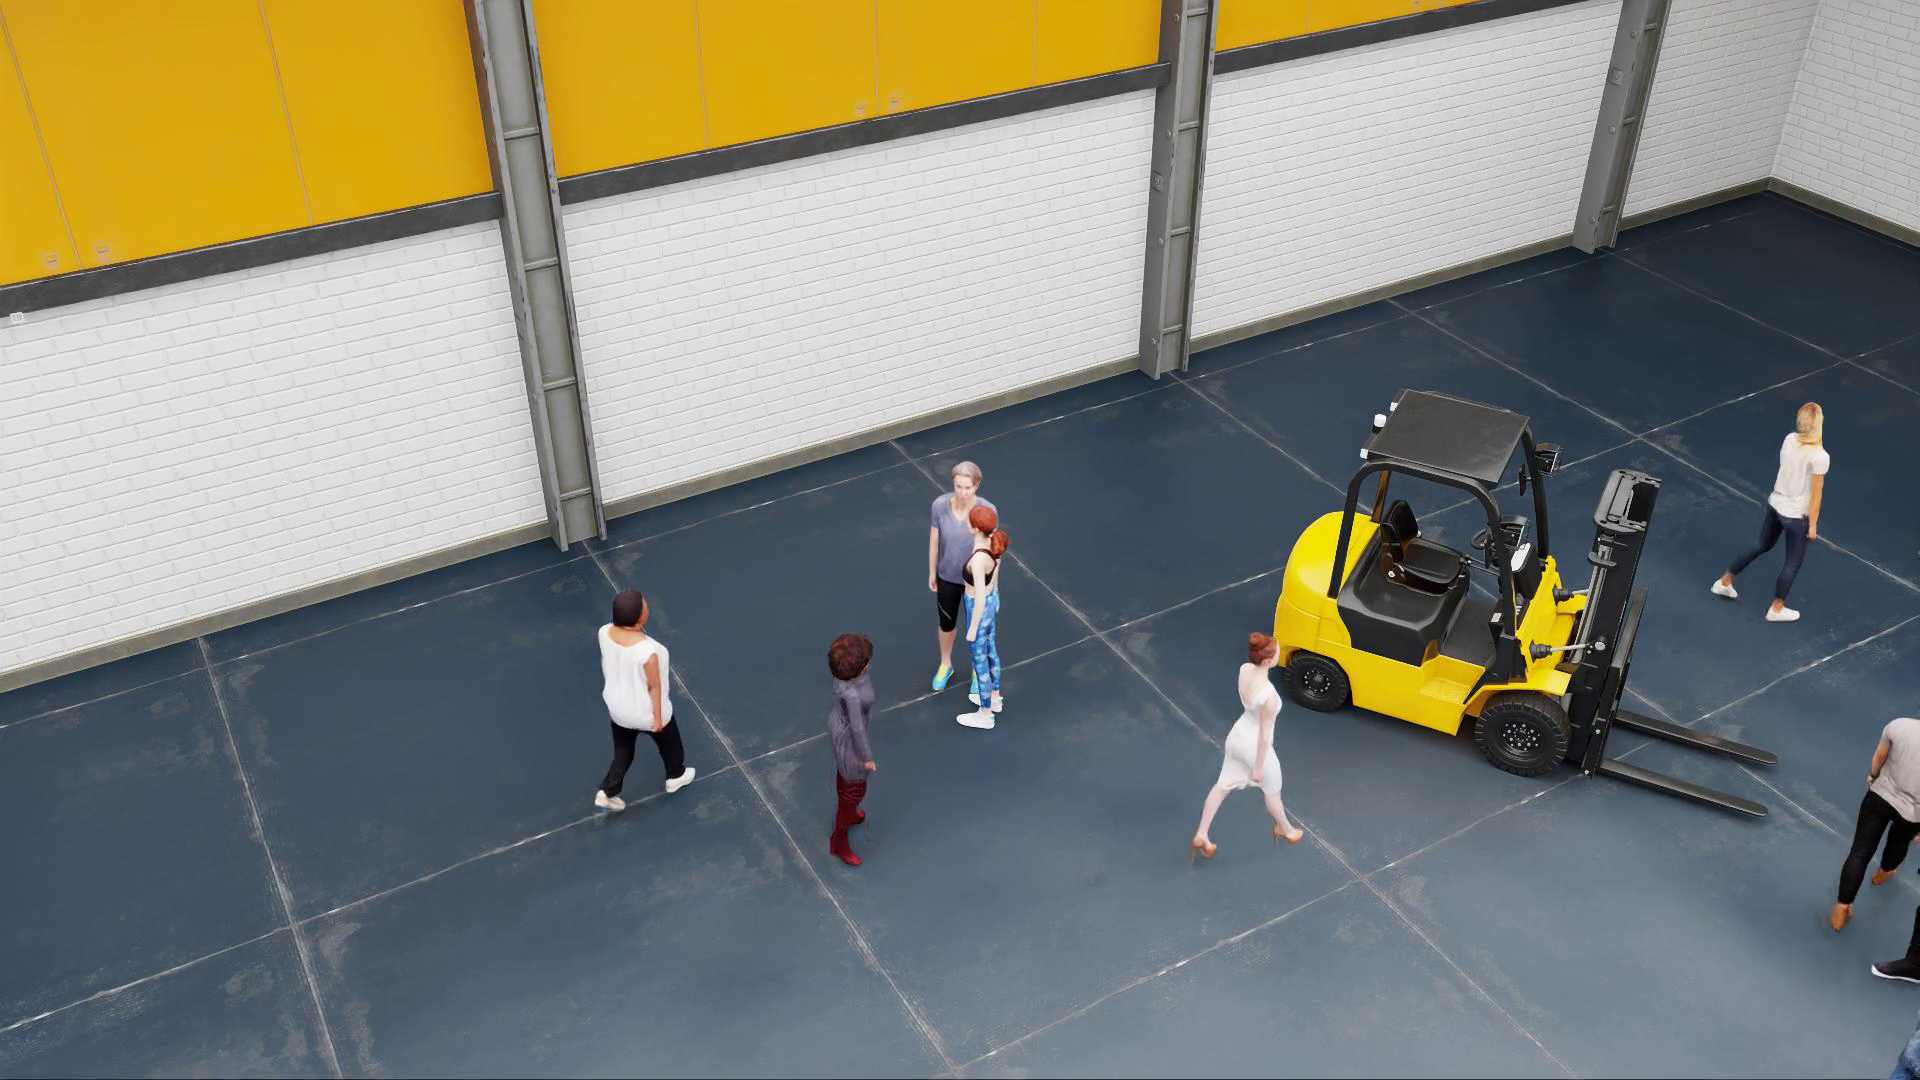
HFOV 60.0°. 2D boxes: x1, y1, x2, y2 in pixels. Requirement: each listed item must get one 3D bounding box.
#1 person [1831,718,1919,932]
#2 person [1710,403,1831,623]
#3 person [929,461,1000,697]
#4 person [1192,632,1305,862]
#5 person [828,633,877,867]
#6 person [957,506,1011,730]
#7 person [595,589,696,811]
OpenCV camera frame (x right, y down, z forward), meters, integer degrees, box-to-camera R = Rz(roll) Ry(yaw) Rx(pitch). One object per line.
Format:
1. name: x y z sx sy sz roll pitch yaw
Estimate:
1. person: 5.570 1.623 9.935 0.848 1.664 1.209 28 42 35
2. person: 6.215 -0.212 12.584 0.898 1.786 0.789 0 34 0
3. person: 0.023 0.260 11.782 0.752 1.889 0.814 8 34 12
4. person: 1.711 1.321 10.311 1.038 1.749 0.715 -10 35 -15
5. person: -0.699 1.228 10.497 0.662 1.699 0.737 -19 38 -26
6. person: 0.149 0.528 11.473 0.737 1.785 0.667 12 35 17
7. person: -2.130 1.061 10.771 0.926 1.674 1.103 19 38 27
